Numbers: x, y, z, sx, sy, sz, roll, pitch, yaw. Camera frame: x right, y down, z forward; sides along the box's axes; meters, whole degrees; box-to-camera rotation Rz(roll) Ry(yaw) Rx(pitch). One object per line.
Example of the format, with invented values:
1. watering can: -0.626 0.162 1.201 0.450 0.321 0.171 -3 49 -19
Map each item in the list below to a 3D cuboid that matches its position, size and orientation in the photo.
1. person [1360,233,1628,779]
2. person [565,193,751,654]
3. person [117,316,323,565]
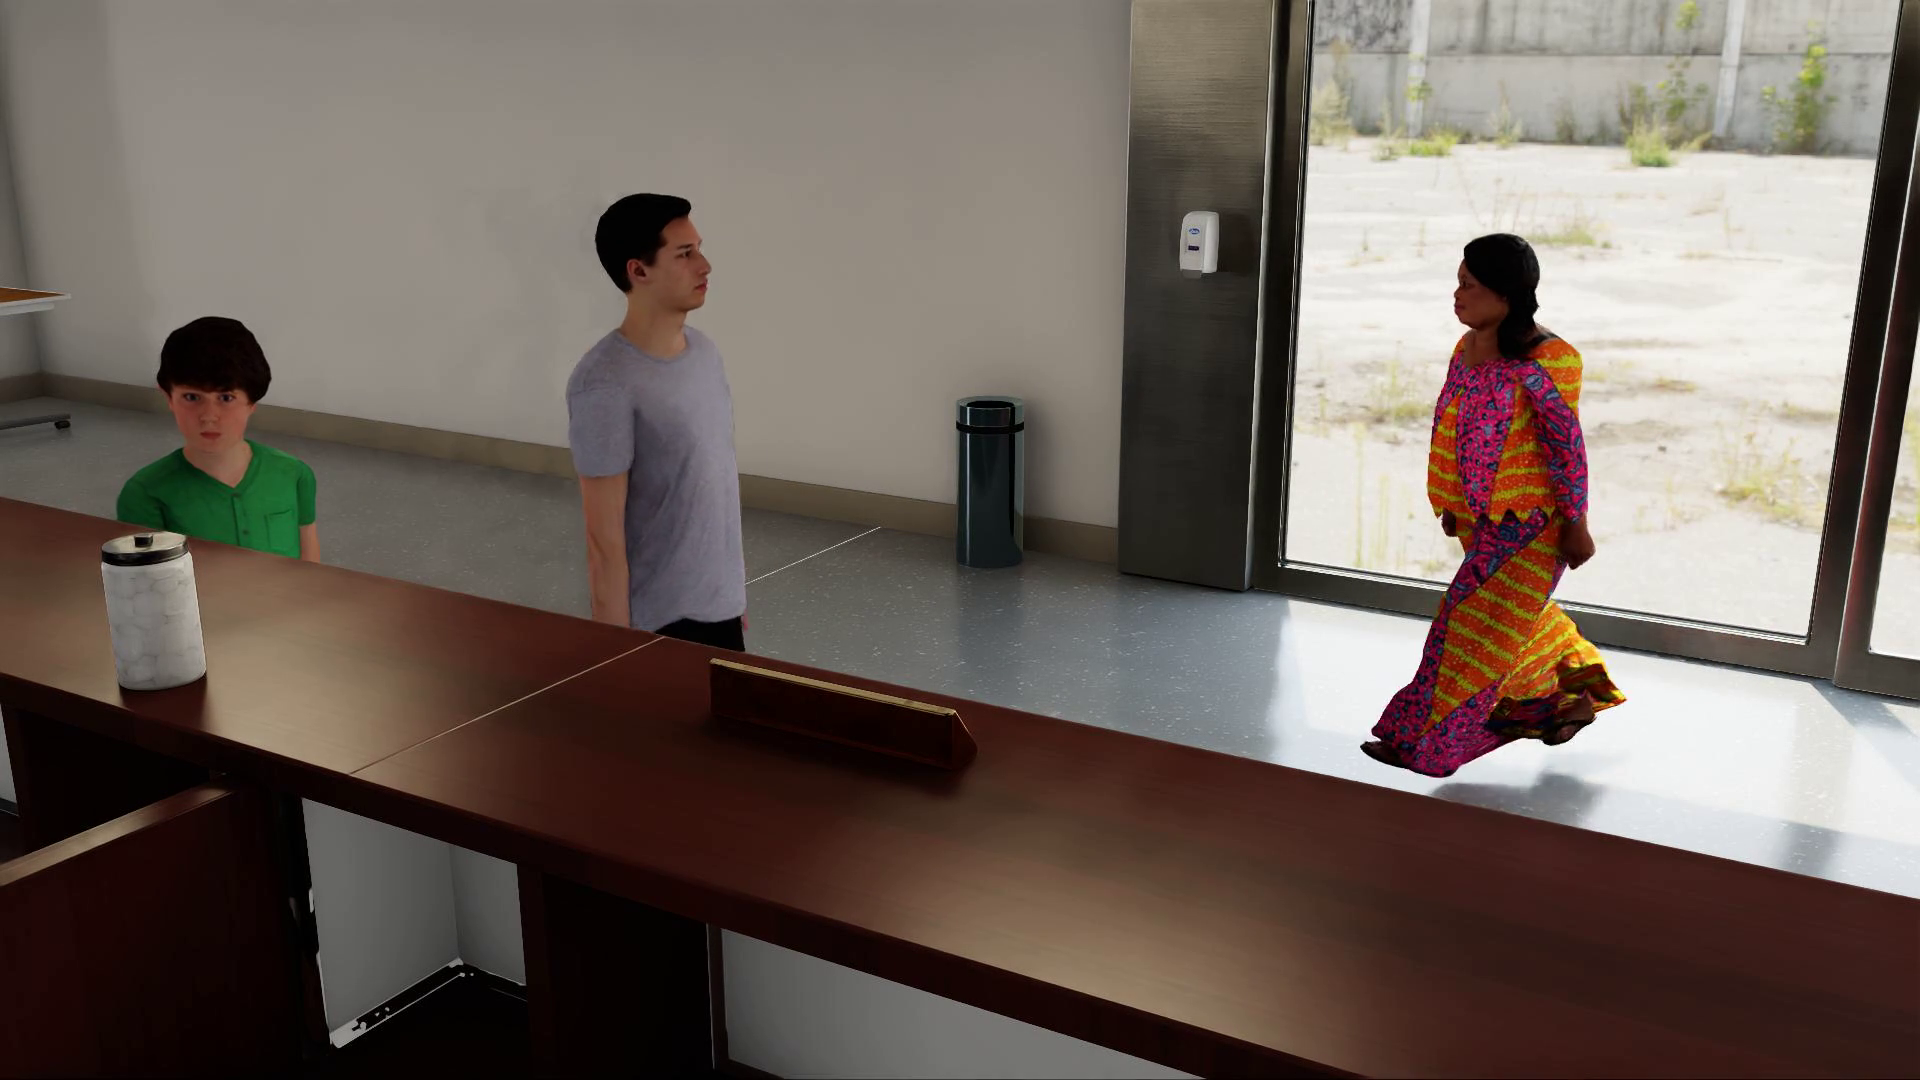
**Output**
1. person: 1.724 -0.088 5.009 1.248 1.641 1.199 -6 17 -19
2. person: -0.713 0.176 3.730 0.866 1.841 1.063 5 17 19
3. person: -1.499 0.353 3.452 0.685 1.651 0.537 14 21 40
